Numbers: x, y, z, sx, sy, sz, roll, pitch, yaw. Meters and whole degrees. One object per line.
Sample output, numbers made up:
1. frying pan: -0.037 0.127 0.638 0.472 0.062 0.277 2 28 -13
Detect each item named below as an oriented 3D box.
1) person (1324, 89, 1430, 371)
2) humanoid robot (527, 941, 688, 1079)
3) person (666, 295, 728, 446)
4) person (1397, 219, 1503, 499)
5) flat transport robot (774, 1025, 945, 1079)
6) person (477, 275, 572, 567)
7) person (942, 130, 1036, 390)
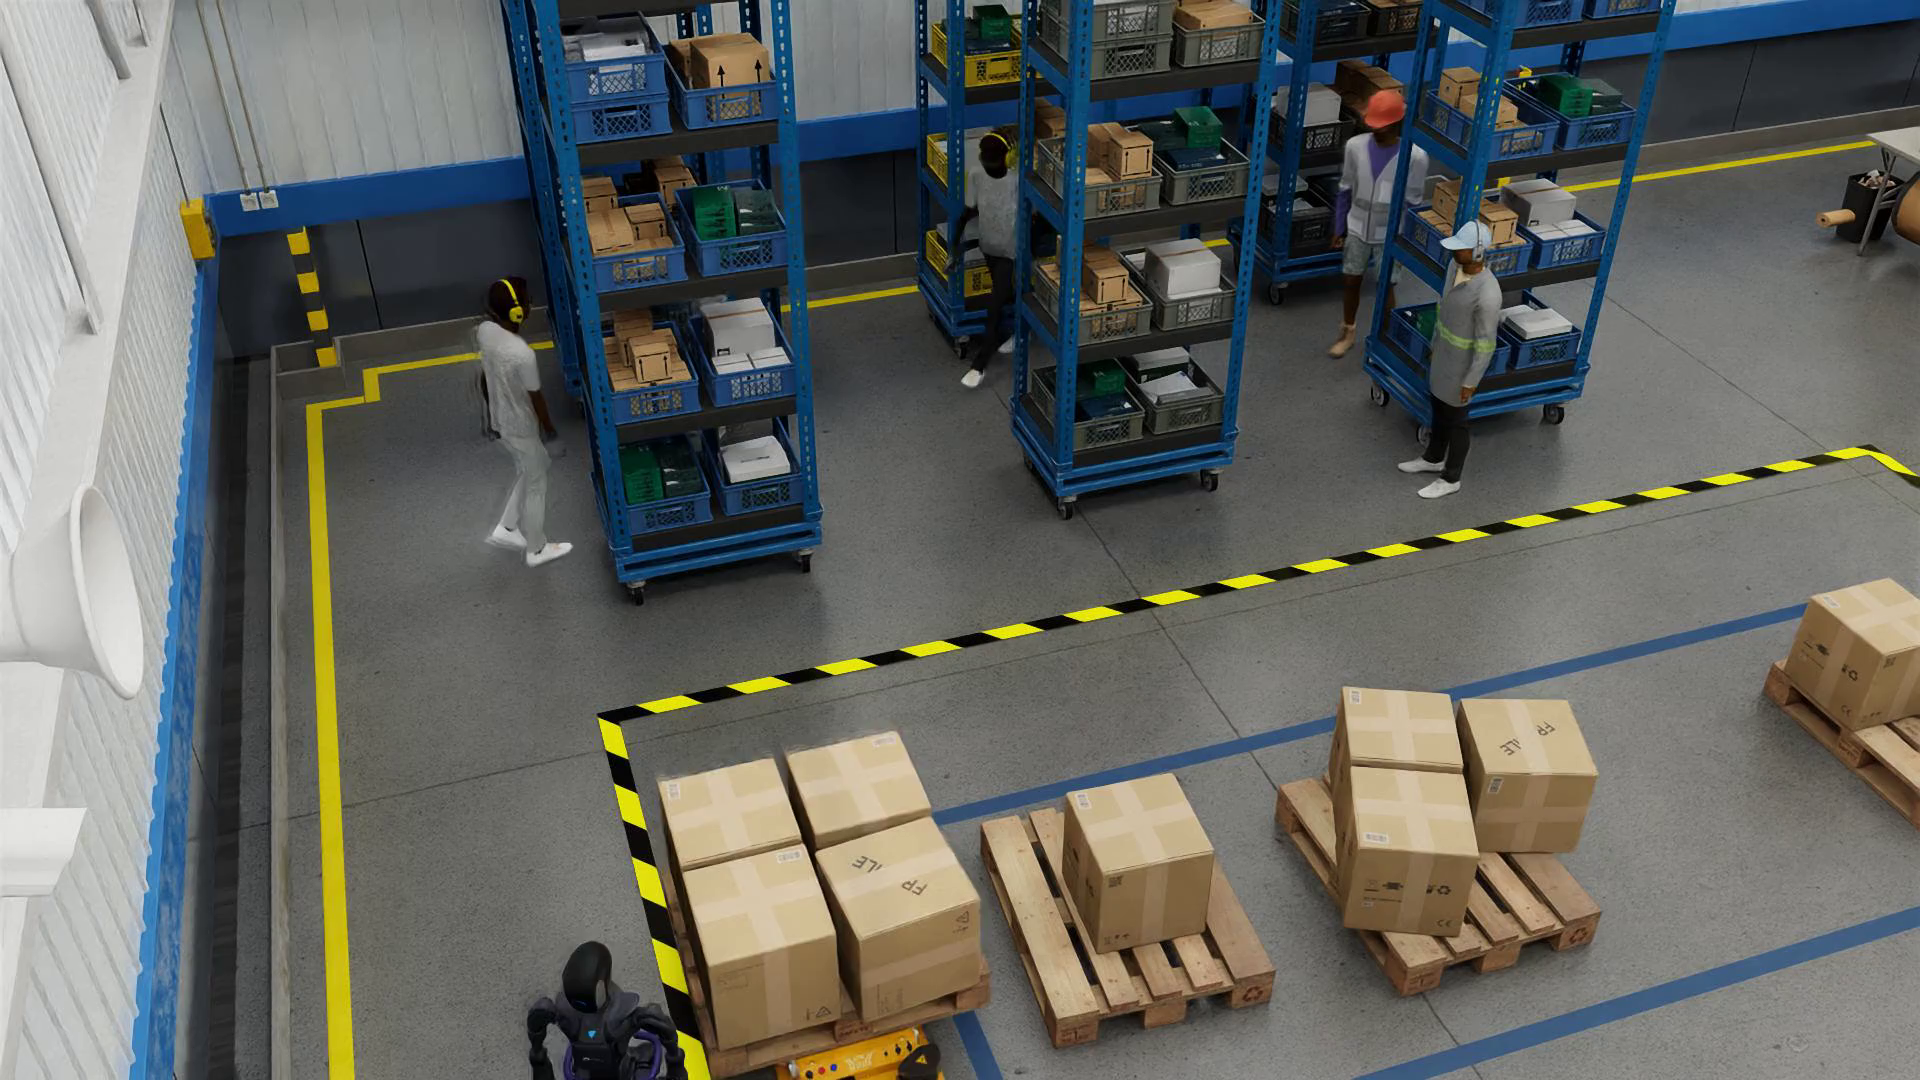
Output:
1. person: 2.877 -2.145 11.567 0.604 2.038 0.393 22 41 28
2. humanoid robot: -1.280 1.986 6.028 0.666 1.638 0.398 0 35 1
3. person: -1.596 -1.079 10.317 0.597 1.721 0.492 -11 37 -15
4. person: 3.027 -1.110 10.255 0.395 1.850 0.597 -6 36 -8
5. flat transport robot: -0.591 1.907 7.328 0.652 0.197 1.431 -11 37 -15
6. person: -2.519 -0.664 9.625 0.402 1.858 0.508 -26 43 -32
7. person: 0.229 -1.986 11.532 0.547 1.803 1.024 21 40 27
